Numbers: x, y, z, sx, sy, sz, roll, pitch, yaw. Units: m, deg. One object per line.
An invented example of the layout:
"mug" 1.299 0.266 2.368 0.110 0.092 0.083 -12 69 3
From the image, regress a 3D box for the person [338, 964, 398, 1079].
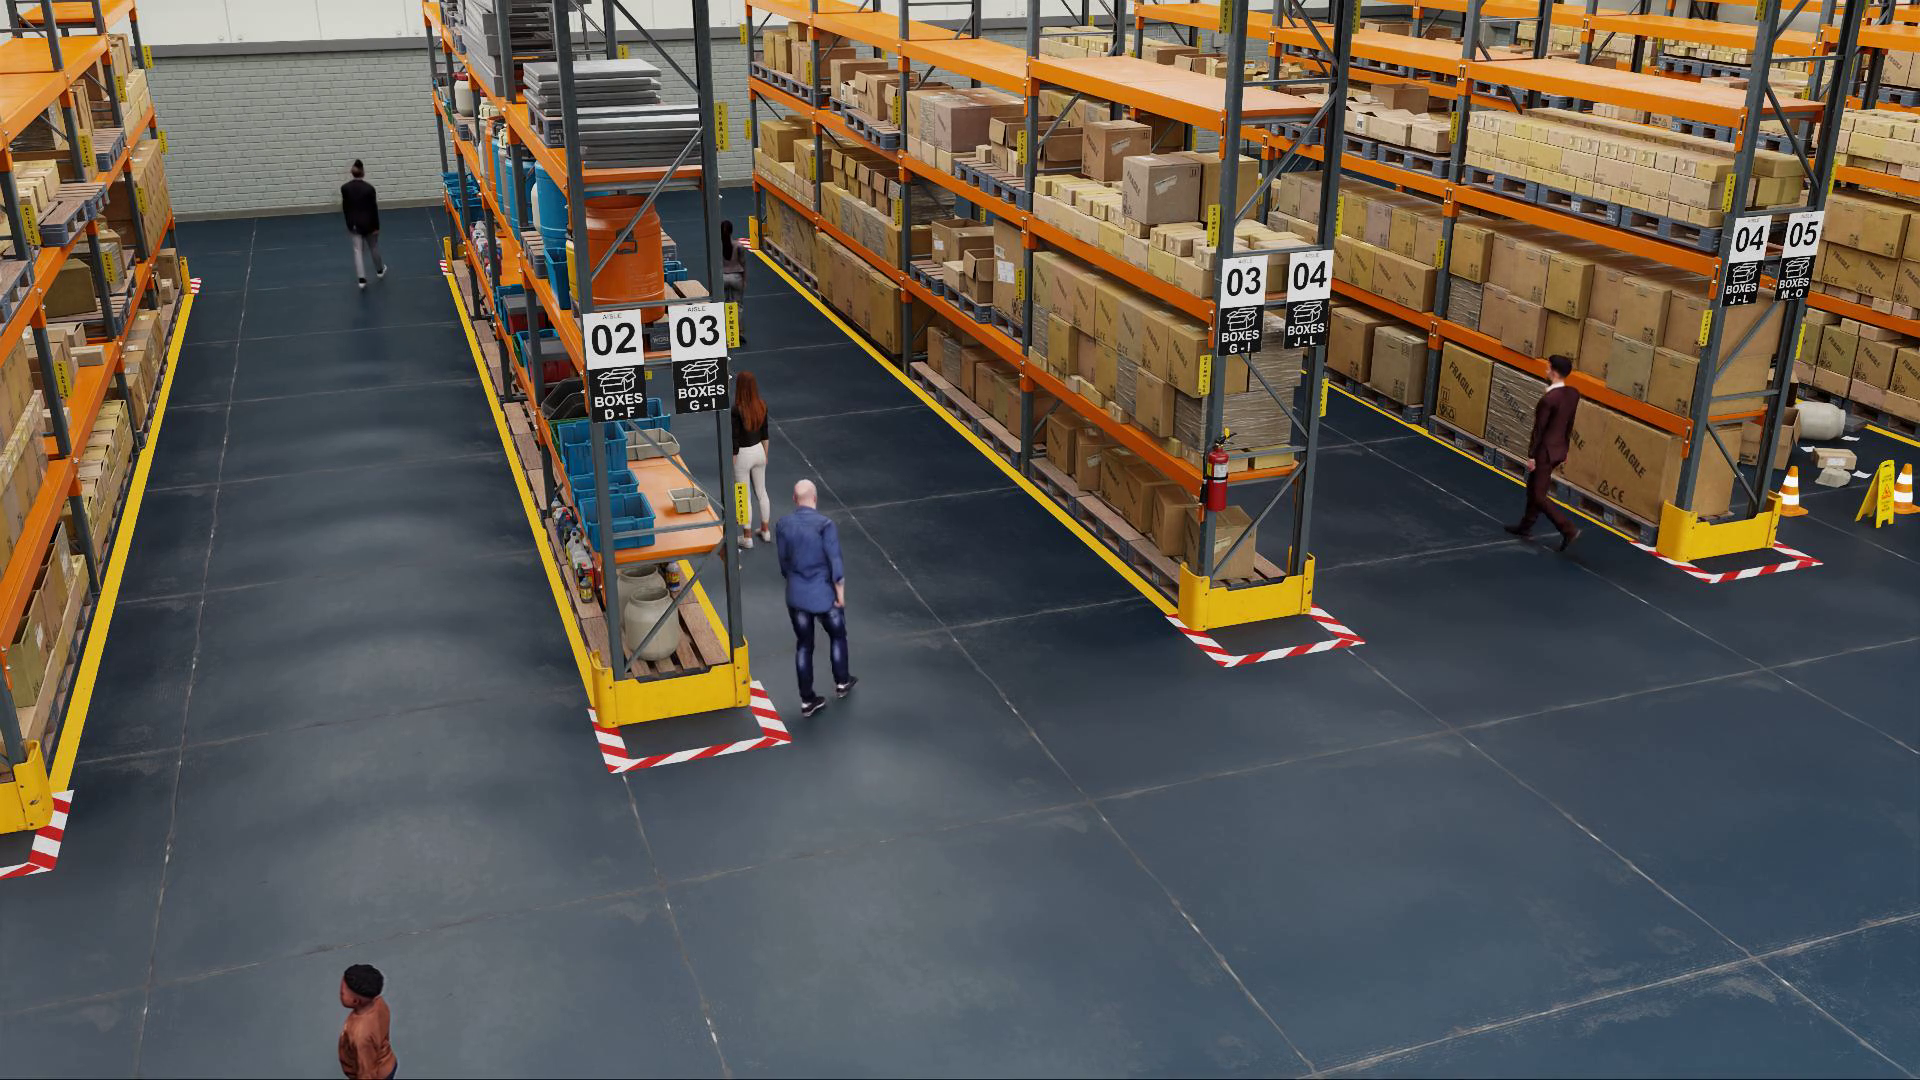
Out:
"person" -2.835 2.591 8.057 0.632 1.254 0.486 -2 22 -4

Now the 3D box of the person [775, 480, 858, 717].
"person" -1.141 0.478 12.511 0.976 1.793 1.047 9 24 21

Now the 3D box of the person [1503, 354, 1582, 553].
"person" 5.559 -0.789 15.545 0.925 1.840 1.192 -17 28 -36

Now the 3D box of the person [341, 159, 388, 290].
"person" -9.072 -4.737 25.125 0.992 1.897 1.302 0 22 -1

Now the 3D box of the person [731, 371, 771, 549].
"person" -1.988 -0.771 15.683 0.678 1.704 0.657 -20 29 -40

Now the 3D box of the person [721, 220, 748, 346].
"person" -3.080 -3.437 22.234 0.685 1.678 0.683 -1 22 -3
